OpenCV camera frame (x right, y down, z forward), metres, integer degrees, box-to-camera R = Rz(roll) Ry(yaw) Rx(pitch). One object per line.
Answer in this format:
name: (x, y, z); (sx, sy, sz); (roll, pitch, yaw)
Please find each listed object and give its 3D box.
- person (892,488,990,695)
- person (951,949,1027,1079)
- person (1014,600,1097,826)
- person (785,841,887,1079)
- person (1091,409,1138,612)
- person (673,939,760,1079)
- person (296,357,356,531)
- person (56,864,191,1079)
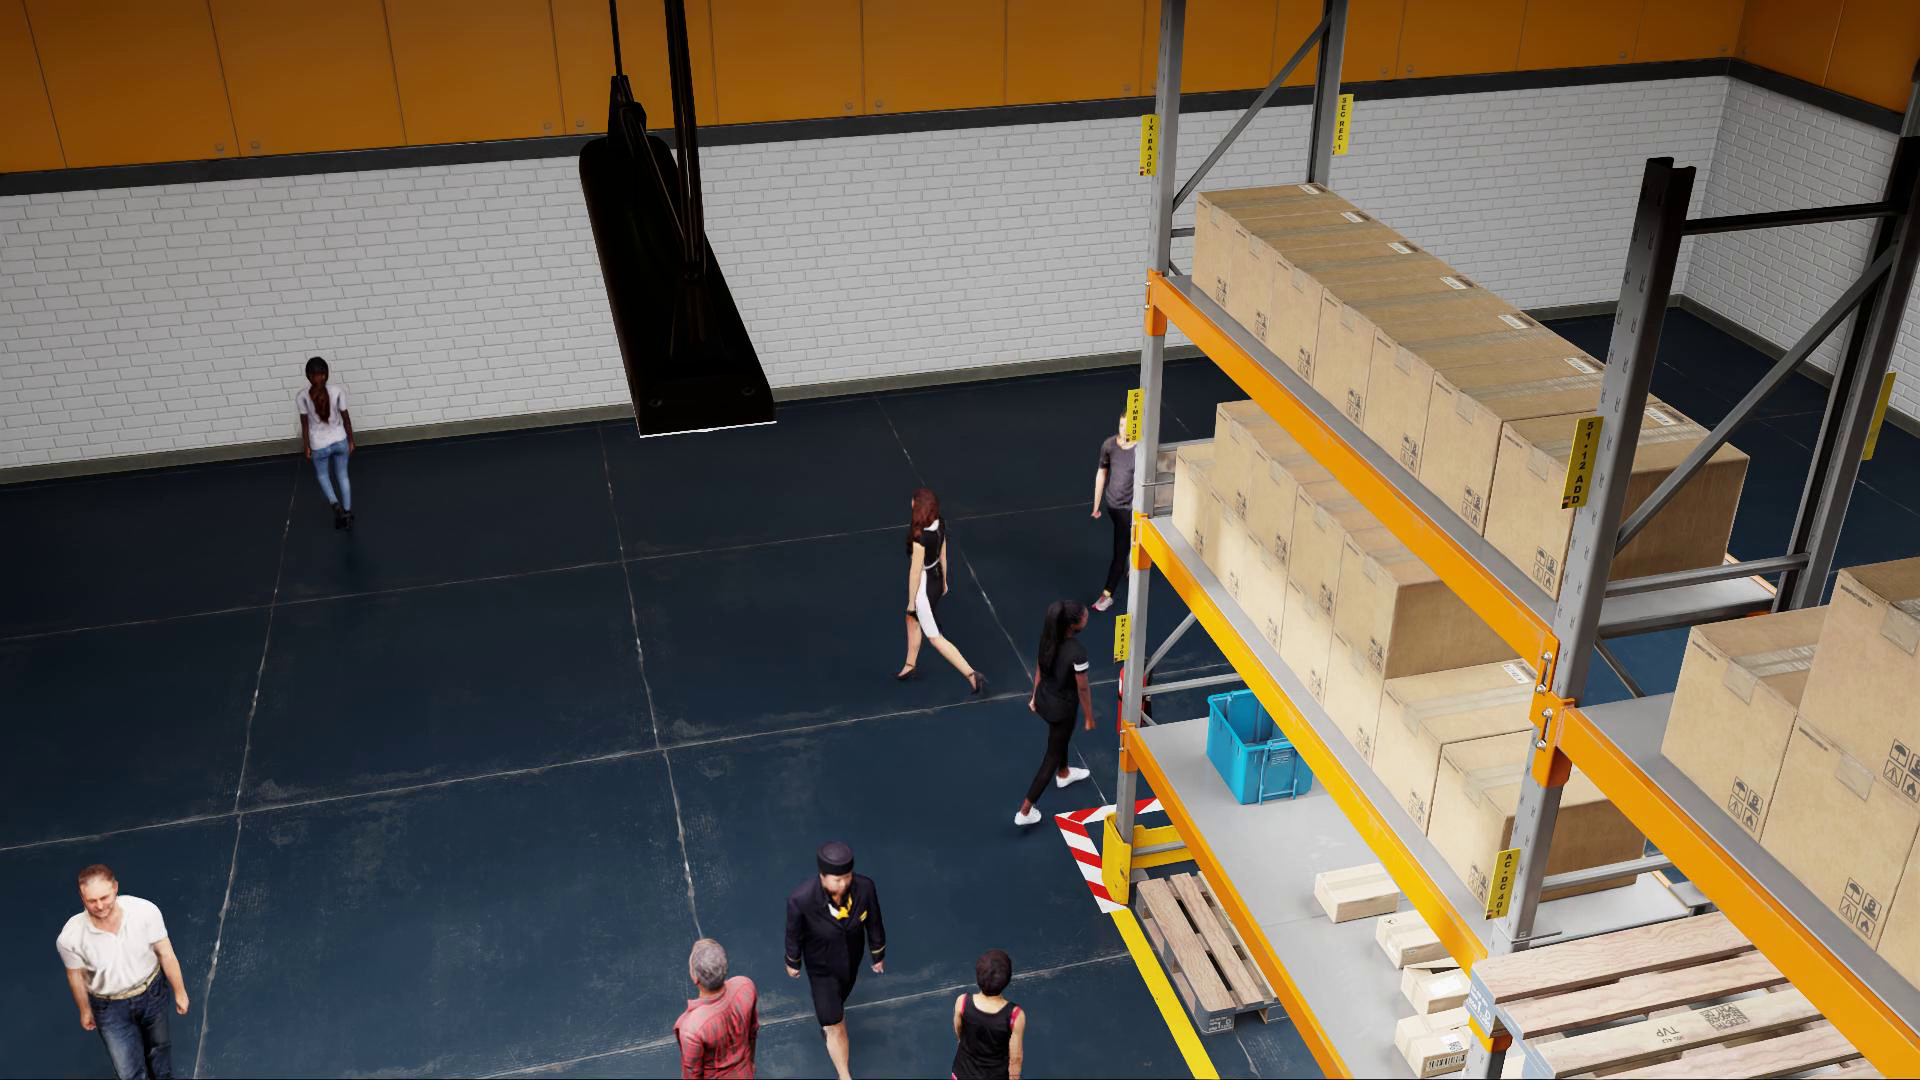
person: (-0.172, 0.448, 12.753); (1.093, 1.765, 1.085); (12, 31, 22)
person: (0.108, 2.832, 8.653); (0.848, 1.506, 1.116); (5, 29, 8)
person: (0.635, 1.204, 11.431); (0.929, 1.705, 1.093); (-20, 35, -33)
person: (-0.725, 2.343, 9.427); (0.821, 1.624, 1.121); (-12, 31, -21)
person: (1.445, -0.321, 14.210); (1.191, 1.720, 1.183); (18, 34, 30)
person: (-1.213, 2.766, 8.435); (0.781, 1.830, 0.760); (20, 34, 32)
person: (-5.740, -0.832, 15.159); (0.677, 1.708, 0.795); (-14, 31, -23)
person: (-4.517, 2.429, 9.057); (0.862, 1.826, 1.124); (-15, 32, -26)
